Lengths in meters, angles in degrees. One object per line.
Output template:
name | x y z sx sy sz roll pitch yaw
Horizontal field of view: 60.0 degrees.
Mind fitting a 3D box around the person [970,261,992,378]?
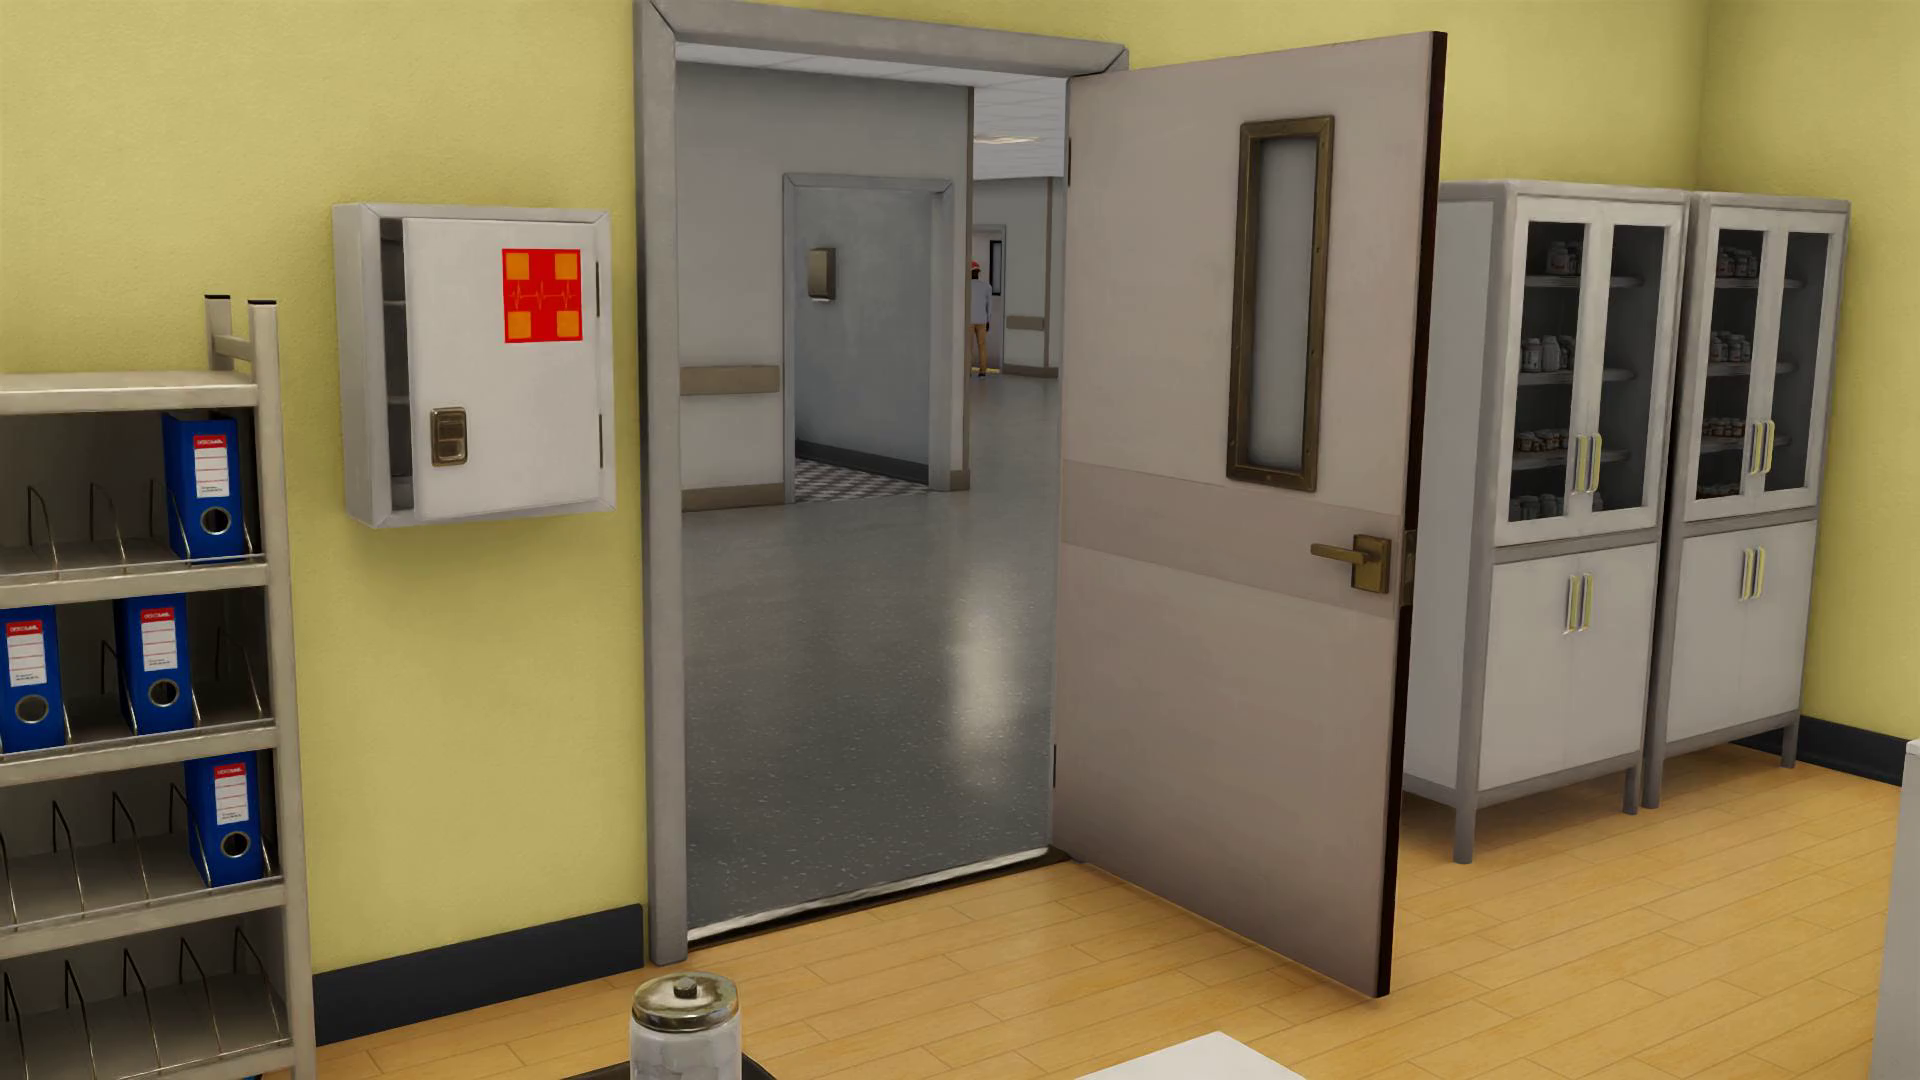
person | 0.206 -3.308 25.023 0.559 1.745 0.333 -3 10 -24
